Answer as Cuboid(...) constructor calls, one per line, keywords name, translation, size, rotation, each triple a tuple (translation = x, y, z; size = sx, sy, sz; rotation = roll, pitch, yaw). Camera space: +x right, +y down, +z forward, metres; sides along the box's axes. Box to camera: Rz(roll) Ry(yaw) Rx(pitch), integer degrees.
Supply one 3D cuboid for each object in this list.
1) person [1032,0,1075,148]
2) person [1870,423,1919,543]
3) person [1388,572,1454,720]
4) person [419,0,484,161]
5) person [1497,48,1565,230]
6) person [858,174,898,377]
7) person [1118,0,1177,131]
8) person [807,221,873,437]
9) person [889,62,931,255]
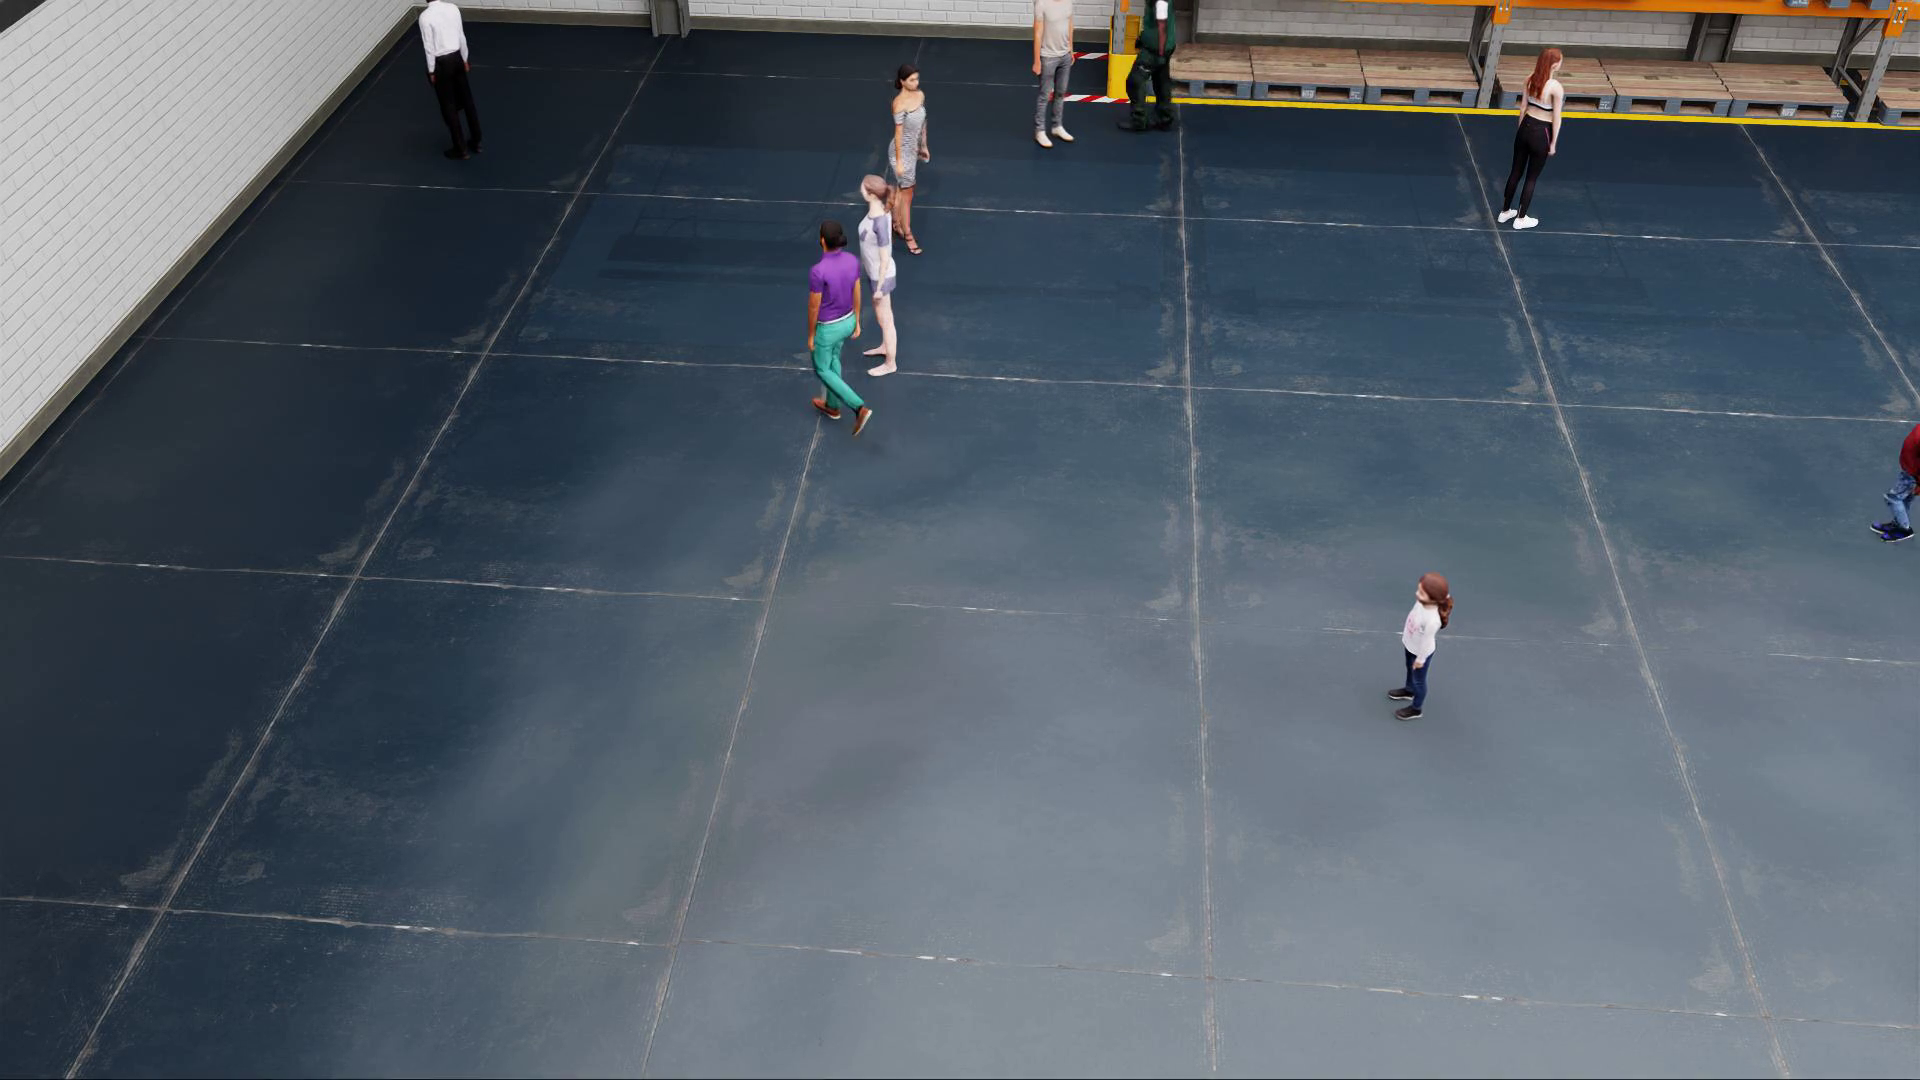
Cuboid(name="person", translation=(0.948, -4.957, 16.944), size=(0.740, 1.889, 0.803), rotation=(-27, 46, -29))
Cuboid(name="person", translation=(6.900, -0.499, 11.875), size=(0.630, 1.247, 0.592), rotation=(22, 43, 25))
Cuboid(name="person", translation=(2.925, 0.652, 10.545), size=(0.491, 1.110, 0.464), rotation=(-2, 39, -3))
Cuboid(name="person", translation=(-5.147, -4.742, 16.718), size=(0.734, 1.834, 0.726), rotation=(26, 46, 29))
Cuboid(name="person", translation=(5.362, -3.759, 15.561), size=(0.712, 1.742, 0.669), rotation=(-23, 44, -27))
Cuboid(name="person", translation=(-0.647, -2.174, 13.558), size=(0.590, 1.765, 0.620), rotation=(-3, 39, -4))
Cuboid(name="person", translation=(2.112, -5.073, 17.147), size=(0.814, 1.816, 0.703), rotation=(6, 39, 8))
Cuboid(name="person", translation=(-0.919, -1.603, 12.867), size=(1.101, 1.736, 0.985), rotation=(29, 47, 31))
Cuboid(name="person", translation=(-0.533, -3.526, 15.217), size=(0.785, 1.807, 0.720), rotation=(14, 41, 17))
